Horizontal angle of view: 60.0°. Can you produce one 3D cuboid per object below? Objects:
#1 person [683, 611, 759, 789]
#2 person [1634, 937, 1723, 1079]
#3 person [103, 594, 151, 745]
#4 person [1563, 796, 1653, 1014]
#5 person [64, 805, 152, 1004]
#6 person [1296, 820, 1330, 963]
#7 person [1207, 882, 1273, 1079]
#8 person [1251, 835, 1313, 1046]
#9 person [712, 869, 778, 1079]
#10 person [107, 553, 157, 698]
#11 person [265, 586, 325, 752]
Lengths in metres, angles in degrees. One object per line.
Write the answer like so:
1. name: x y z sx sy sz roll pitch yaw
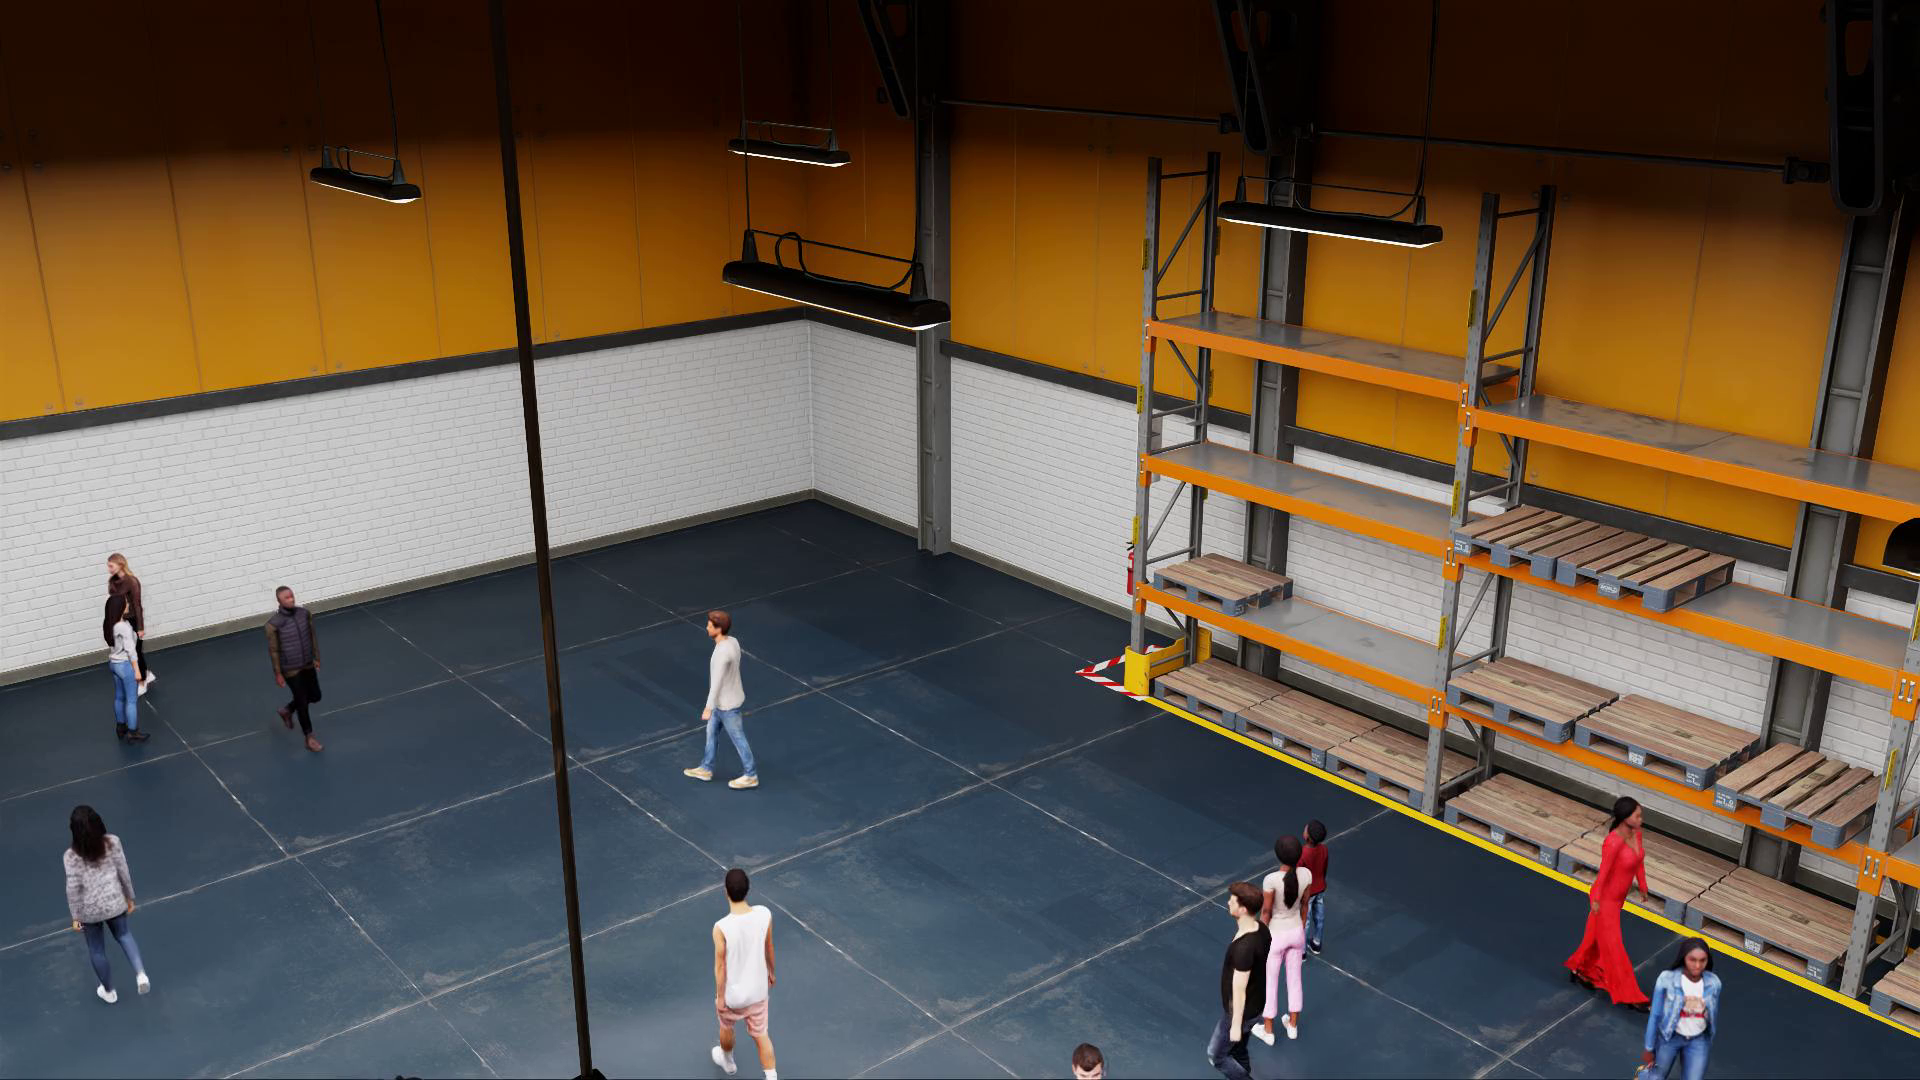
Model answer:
1. person: -2.221 1.615 16.541 1.077 1.870 1.063 -1 19 -3
2. person: 4.911 3.435 11.426 1.075 1.686 1.123 2 19 6
3. person: -8.902 1.359 17.679 0.535 1.629 0.703 14 23 36
4. person: 5.074 2.815 13.163 0.653 1.751 1.044 -16 24 -39
5. person: -6.679 2.889 12.995 0.880 1.719 0.700 15 24 38
6. person: 2.898 2.880 13.748 0.530 1.256 0.521 -11 22 -30
7. person: 2.045 3.279 11.580 0.899 1.883 0.850 7 20 21
8. person: 2.448 3.007 12.603 0.631 1.745 0.621 -7 20 -19
9. person: -1.503 3.241 11.892 0.770 1.756 1.174 -12 22 -31
10. person: -9.370 0.945 18.800 0.719 1.697 0.804 8 20 23
11. person: -7.013 1.324 17.486 1.077 1.819 0.899 11 22 30
